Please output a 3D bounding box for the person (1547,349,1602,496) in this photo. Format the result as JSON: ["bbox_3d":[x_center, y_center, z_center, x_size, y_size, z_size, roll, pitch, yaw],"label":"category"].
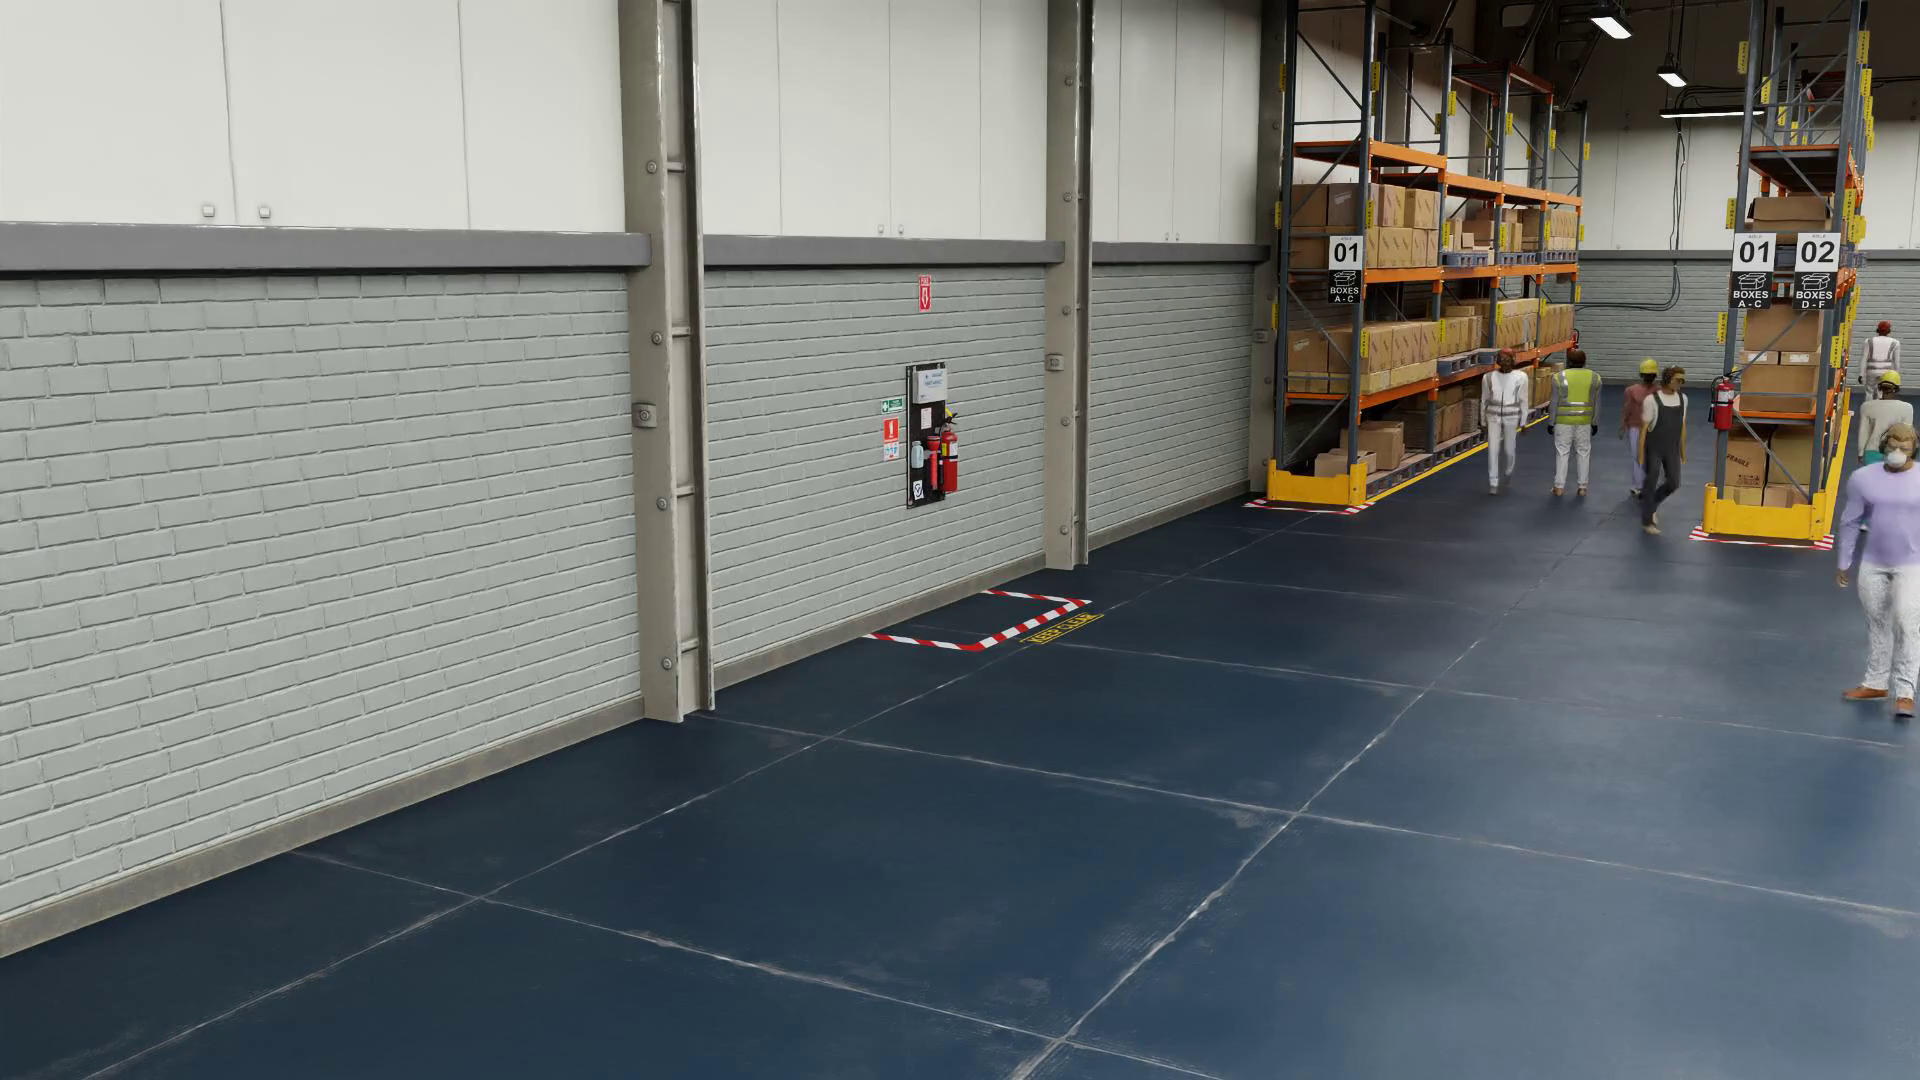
[{"bbox_3d":[7.679,-1.471,20.833,0.637,1.842,0.429,1,10,5],"label":"person"}]

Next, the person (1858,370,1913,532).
[{"bbox_3d":[10.004,-0.951,18.011,0.523,1.769,0.309,7,12,34],"label":"person"}]

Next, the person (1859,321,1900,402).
[{"bbox_3d":[16.182,-2.921,29.276,0.613,1.847,0.886,5,11,28],"label":"person"}]

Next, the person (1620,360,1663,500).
[{"bbox_3d":[8.472,-1.357,20.536,0.544,1.706,0.947,1,10,5],"label":"person"}]

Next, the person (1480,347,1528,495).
[{"bbox_3d":[6.886,-1.523,21.077,0.588,1.864,0.729,4,11,23],"label":"person"}]

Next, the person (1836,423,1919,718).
[{"bbox_3d":[6.095,0.190,10.909,0.596,1.917,0.702,-7,12,-36],"label":"person"}]

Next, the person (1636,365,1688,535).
[{"bbox_3d":[7.556,-0.975,17.955,0.576,1.834,0.475,-2,10,-10],"label":"person"}]
